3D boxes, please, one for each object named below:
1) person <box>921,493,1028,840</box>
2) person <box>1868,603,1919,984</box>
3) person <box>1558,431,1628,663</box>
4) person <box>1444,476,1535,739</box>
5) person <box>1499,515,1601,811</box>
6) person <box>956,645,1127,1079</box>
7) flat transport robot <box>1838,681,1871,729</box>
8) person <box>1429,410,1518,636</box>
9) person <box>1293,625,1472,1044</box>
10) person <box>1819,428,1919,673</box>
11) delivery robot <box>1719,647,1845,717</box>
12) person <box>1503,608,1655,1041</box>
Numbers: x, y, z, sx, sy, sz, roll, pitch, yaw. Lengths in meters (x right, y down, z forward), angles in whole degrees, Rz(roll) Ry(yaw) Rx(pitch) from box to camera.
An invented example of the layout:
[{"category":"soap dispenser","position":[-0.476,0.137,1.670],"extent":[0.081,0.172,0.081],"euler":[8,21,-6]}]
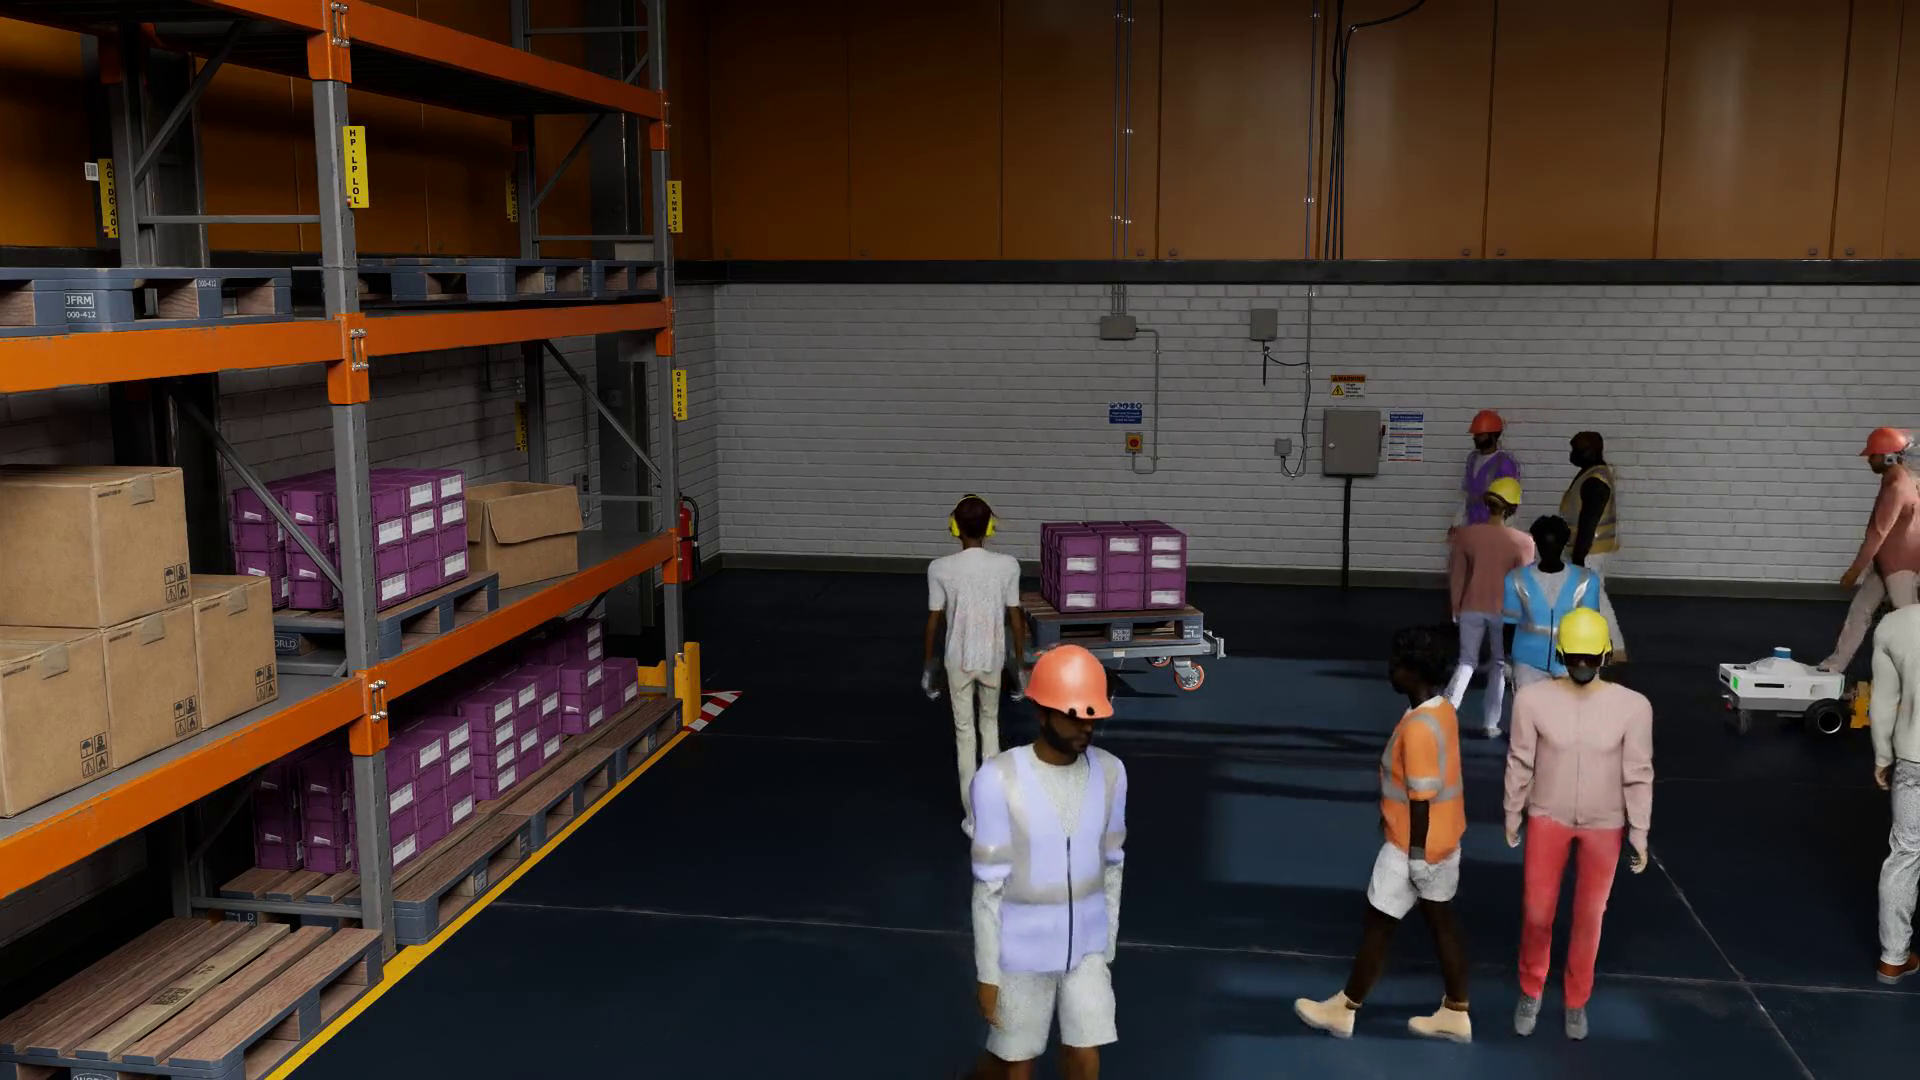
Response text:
[{"category":"person","position":[0.068,0.675,8.900],"extent":[0.560,1.853,0.450],"euler":[-2,9,-10]},{"category":"person","position":[4.116,0.954,6.943],"extent":[0.373,1.936,0.627],"euler":[-6,11,-35]},{"category":"person","position":[4.825,0.070,12.866],"extent":[0.814,1.822,0.643],"euler":[2,10,15]},{"category":"person","position":[3.349,0.463,10.589],"extent":[0.530,1.743,0.628],"euler":[6,11,32]},{"category":"person","position":[3.319,0.679,9.391],"extent":[0.554,1.680,0.441],"euler":[3,10,17]},{"category":"person","position":[0.245,1.239,5.255],"extent":[0.560,1.914,0.736],"euler":[-4,10,-23]},{"category":"flat transport robot","position":[6.513,1.133,10.949],"extent":[1.431,0.197,0.652],"euler":[5,10,27]},{"category":"person","position":[4.431,-0.145,13.880],"extent":[1.019,1.897,0.541],"euler":[-2,9,-12]},{"category":"person","position":[1.716,1.151,6.533],"extent":[0.686,1.668,0.552],"euler":[5,11,29]},{"category":"person","position":[6.556,0.178,11.744],"extent":[1.028,1.939,0.614],"euler":[5,10,27]},{"category":"delivery robot","position":[5.386,0.949,10.925],"extent":[0.707,0.478,0.477],"euler":[1,9,8]},{"category":"person","position":[2.407,1.117,6.497],"extent":[0.540,1.749,0.455],"euler":[2,10,15]}]
